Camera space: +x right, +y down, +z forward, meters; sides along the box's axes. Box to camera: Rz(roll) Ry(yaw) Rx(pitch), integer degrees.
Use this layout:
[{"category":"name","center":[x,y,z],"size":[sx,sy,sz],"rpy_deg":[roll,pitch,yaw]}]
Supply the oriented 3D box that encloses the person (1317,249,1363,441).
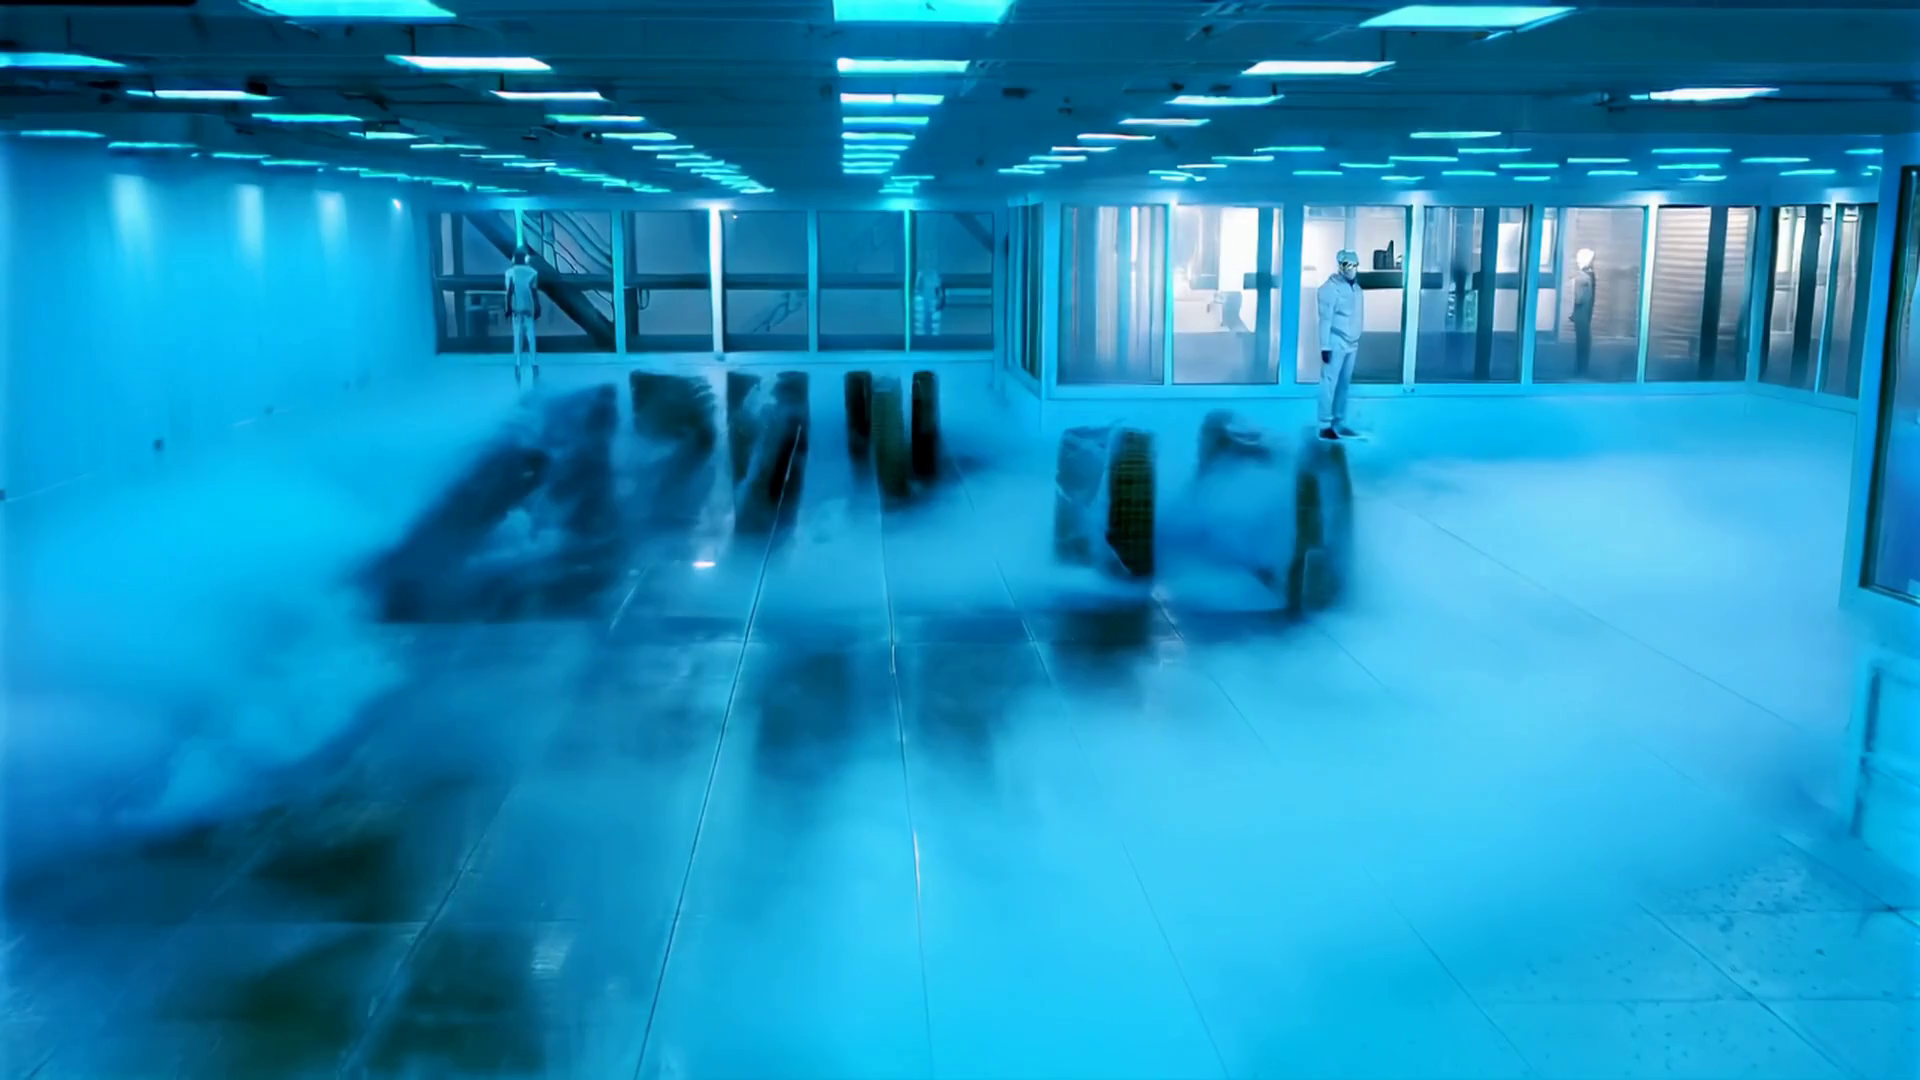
[{"category":"person","center":[3.848,-1.956,16.733],"size":[0.401,1.910,0.640],"rpy_deg":[10,15,43]}]

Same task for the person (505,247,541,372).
[{"category":"person","center":[-6.527,-3.430,24.836],"size":[0.504,1.861,0.330],"rpy_deg":[-1,11,-6]}]
